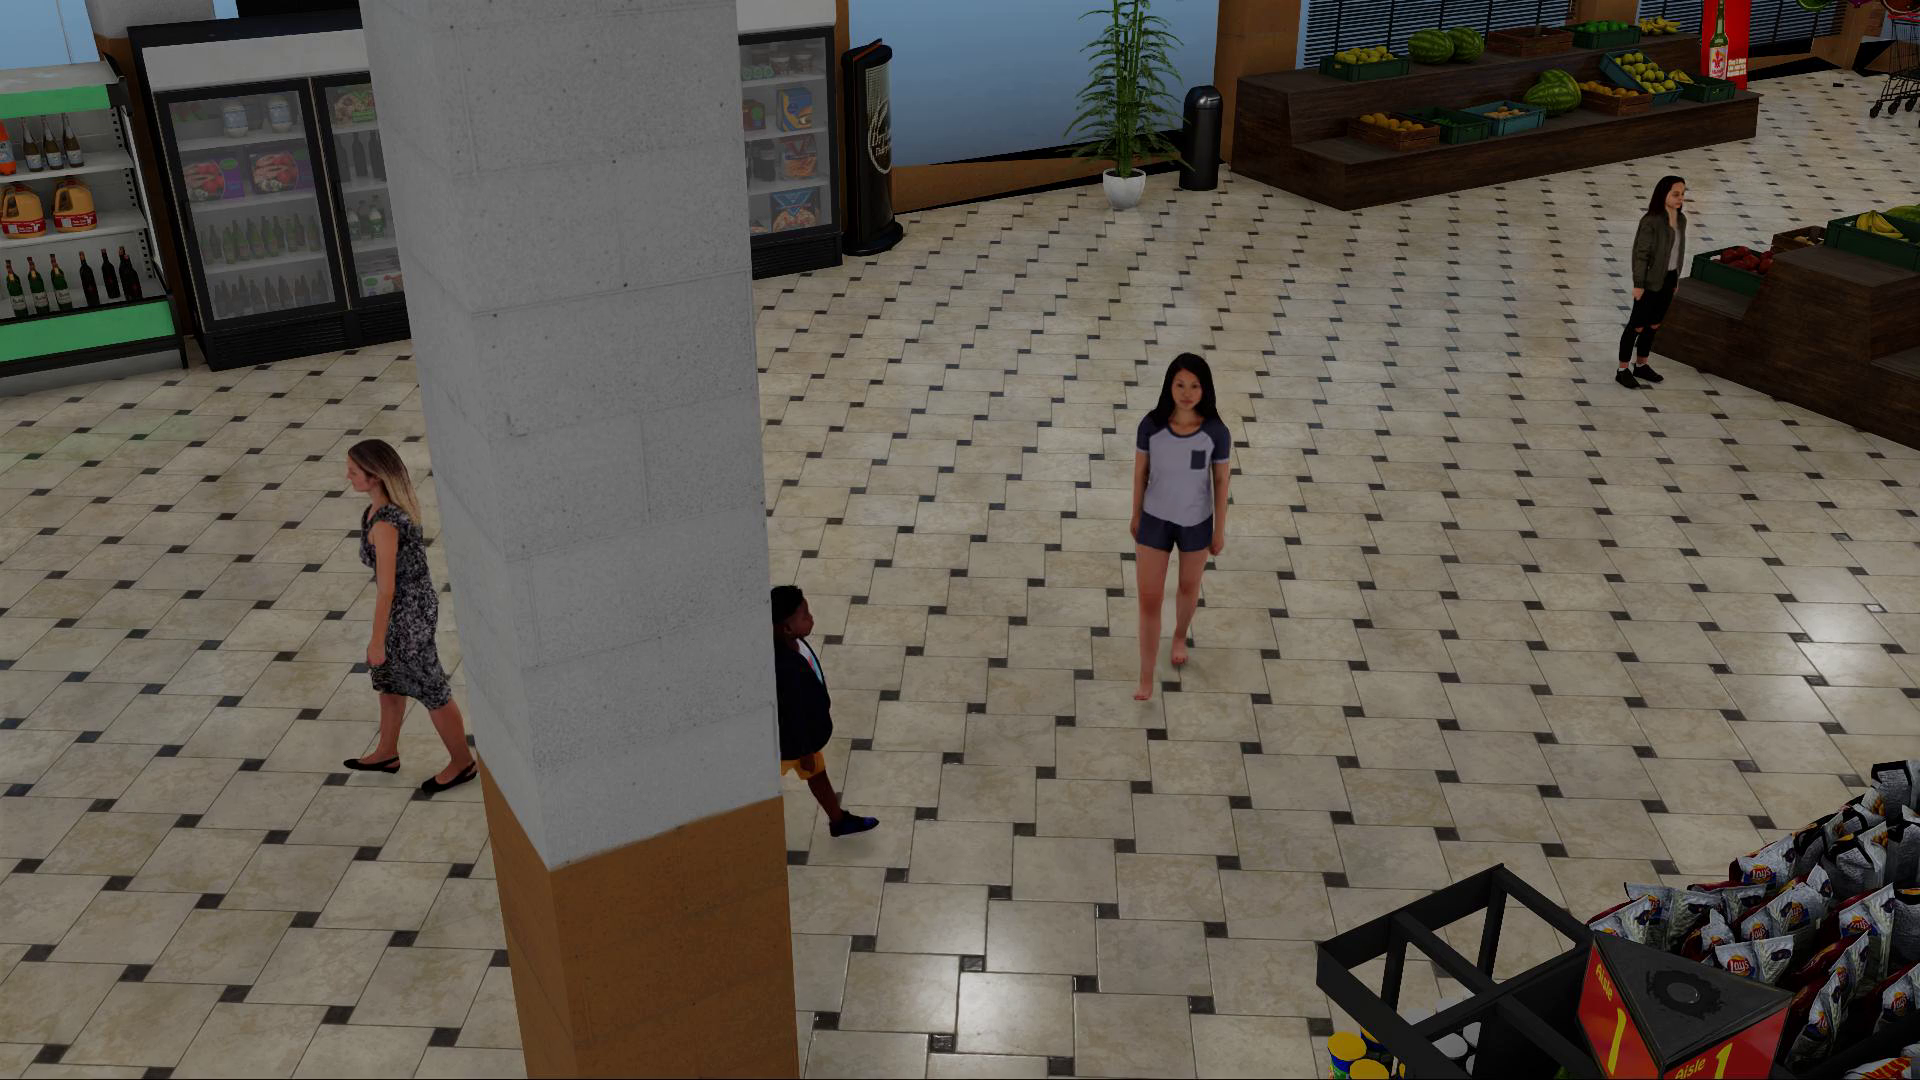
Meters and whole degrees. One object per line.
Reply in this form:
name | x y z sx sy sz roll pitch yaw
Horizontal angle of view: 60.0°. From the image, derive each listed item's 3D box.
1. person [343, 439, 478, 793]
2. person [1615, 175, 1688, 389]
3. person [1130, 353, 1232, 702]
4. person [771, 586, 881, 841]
person | -2.272 0.342 7.128 0.903 1.688 0.754 -5 27 -9
person | 4.842 -1.807 11.600 0.441 1.476 0.633 -14 30 -25
person | 1.067 -0.125 8.060 1.008 1.678 1.030 5 27 9
person | -0.760 0.770 6.777 0.955 1.242 0.736 -4 27 -7
